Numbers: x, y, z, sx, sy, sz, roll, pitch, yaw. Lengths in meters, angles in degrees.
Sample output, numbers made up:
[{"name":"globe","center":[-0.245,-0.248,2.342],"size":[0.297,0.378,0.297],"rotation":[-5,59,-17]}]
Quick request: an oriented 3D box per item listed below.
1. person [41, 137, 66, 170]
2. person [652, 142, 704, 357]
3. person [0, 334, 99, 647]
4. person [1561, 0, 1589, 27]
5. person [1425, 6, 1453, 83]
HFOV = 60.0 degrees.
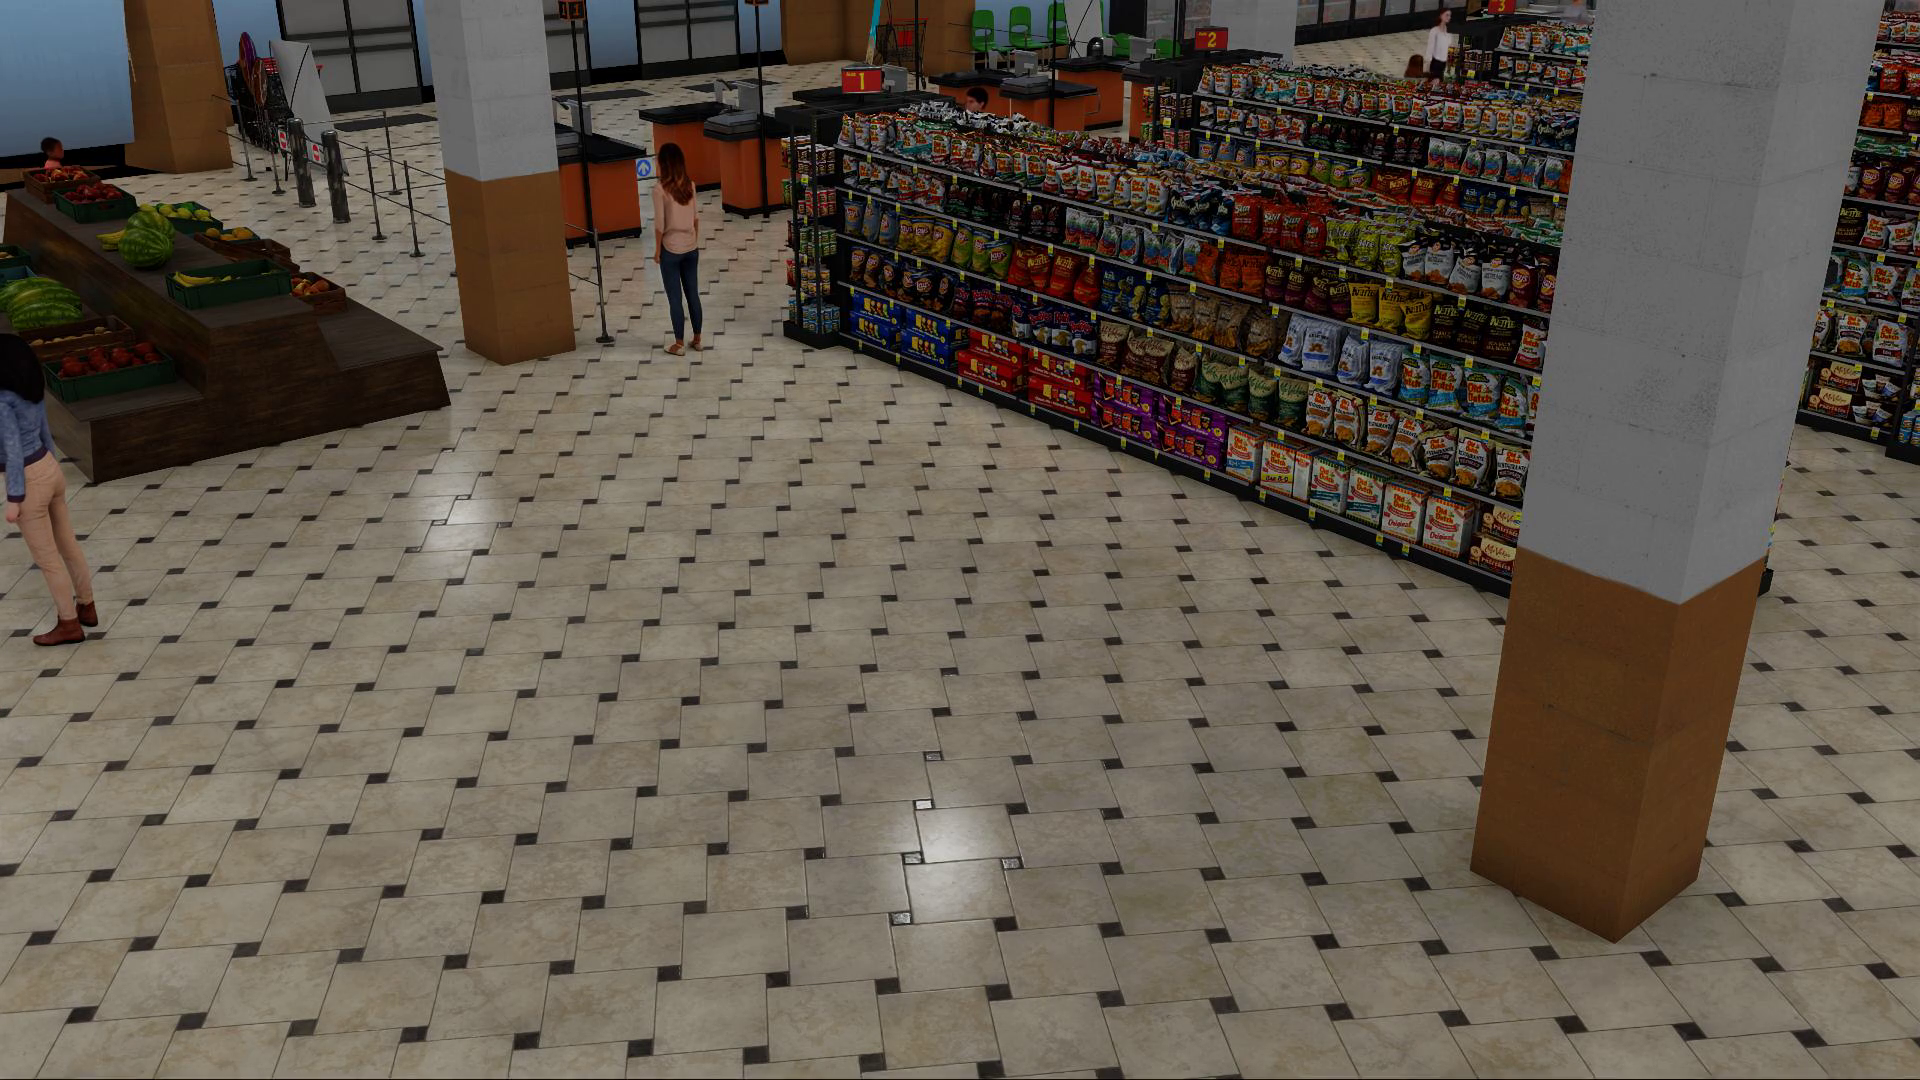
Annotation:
[{"name":"person","center":[-9.203,-3.406,16.863],"size":[0.637,1.273,0.868],"rotation":[-16,28,-32]},{"name":"person","center":[-2.371,-2.453,14.035],"size":[0.584,1.795,0.512],"rotation":[-20,30,-37]},{"name":"person","center":[-5.040,-0.277,9.090],"size":[0.767,1.774,0.696],"rotation":[0,24,1]},{"name":"person","center":[9.491,-7.659,25.822],"size":[0.794,1.884,0.603],"rotation":[-10,26,-21]},{"name":"person","center":[6.813,-6.772,23.997],"size":[0.609,1.721,1.120],"rotation":[-20,30,-38]}]
